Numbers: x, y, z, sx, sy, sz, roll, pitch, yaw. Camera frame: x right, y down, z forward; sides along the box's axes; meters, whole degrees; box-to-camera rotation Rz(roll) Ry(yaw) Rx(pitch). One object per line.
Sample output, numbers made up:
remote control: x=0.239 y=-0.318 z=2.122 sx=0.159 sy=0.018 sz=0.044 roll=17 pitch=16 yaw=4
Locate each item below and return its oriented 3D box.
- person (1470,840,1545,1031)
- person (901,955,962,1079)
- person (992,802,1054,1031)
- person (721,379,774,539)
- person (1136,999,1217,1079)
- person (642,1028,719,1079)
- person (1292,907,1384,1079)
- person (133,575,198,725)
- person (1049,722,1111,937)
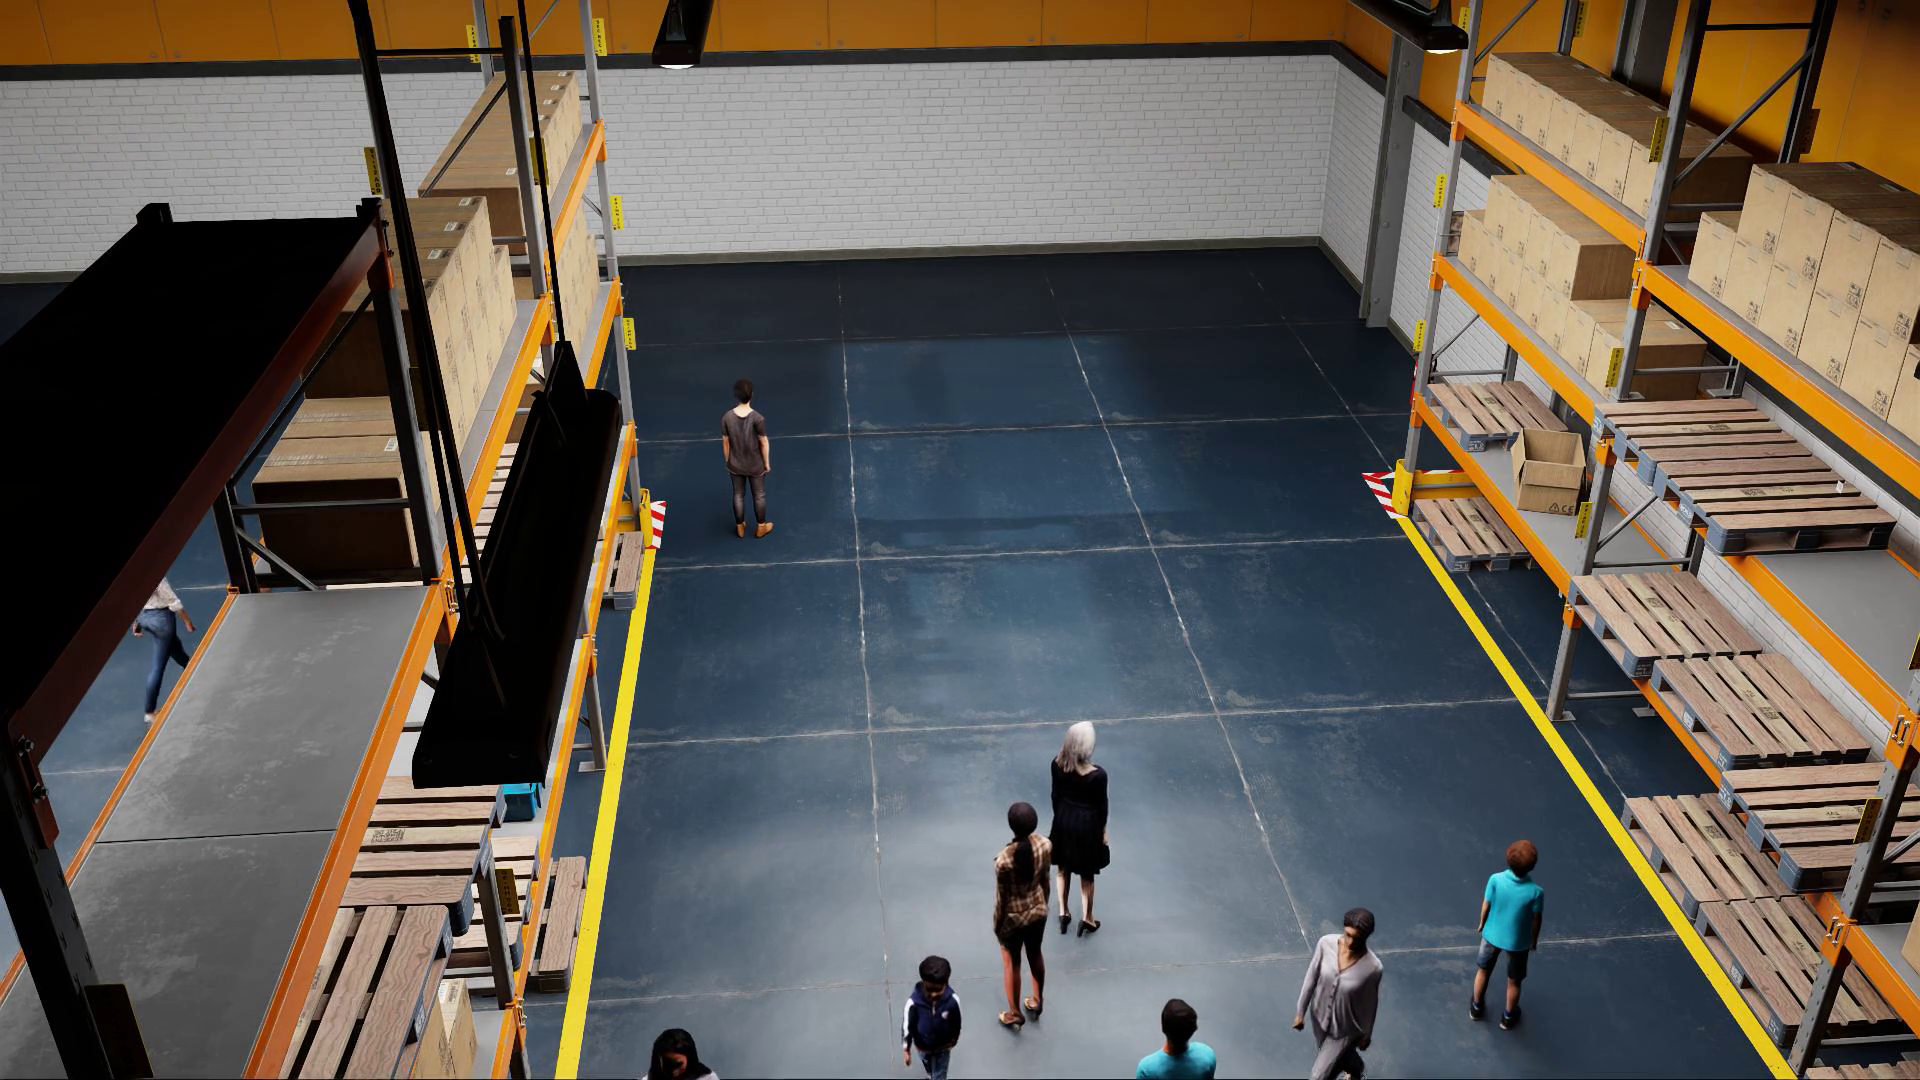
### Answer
person: x=3.581 y=2.570 z=10.880 sx=0.592 sy=1.449 sz=0.616 roll=14 pitch=32 yaw=24
person: x=-0.174 y=3.040 z=10.291 sx=0.585 sy=1.189 sz=0.858 roll=1 pitch=29 yaw=2
person: x=0.401 y=2.438 z=10.762 sx=0.671 sy=1.793 sz=0.683 roll=-16 pitch=33 yaw=-27
person: x=-2.160 y=-0.823 z=16.819 sx=0.675 sy=1.719 sz=0.633 roll=4 pitch=29 yaw=8
person: x=1.189 y=3.275 z=9.248 sx=0.663 sy=1.774 sz=0.582 roll=-9 pitch=30 yaw=-16
person: x=-1.535 y=3.319 z=9.253 sx=0.611 sy=1.693 sz=1.100 roll=-2 pitch=29 yaw=-3
person: x=2.319 y=2.861 z=10.053 sx=1.112 sy=1.731 sz=1.088 roll=-25 pitch=37 yaw=-38
person: x=-6.803 y=0.751 z=13.975 sx=0.960 sy=1.679 sz=1.213 roll=11 pitch=31 yaw=20
person: x=0.831 y=2.012 z=11.592 sx=0.700 sy=1.747 sz=0.729 roll=14 pitch=32 yaw=24
